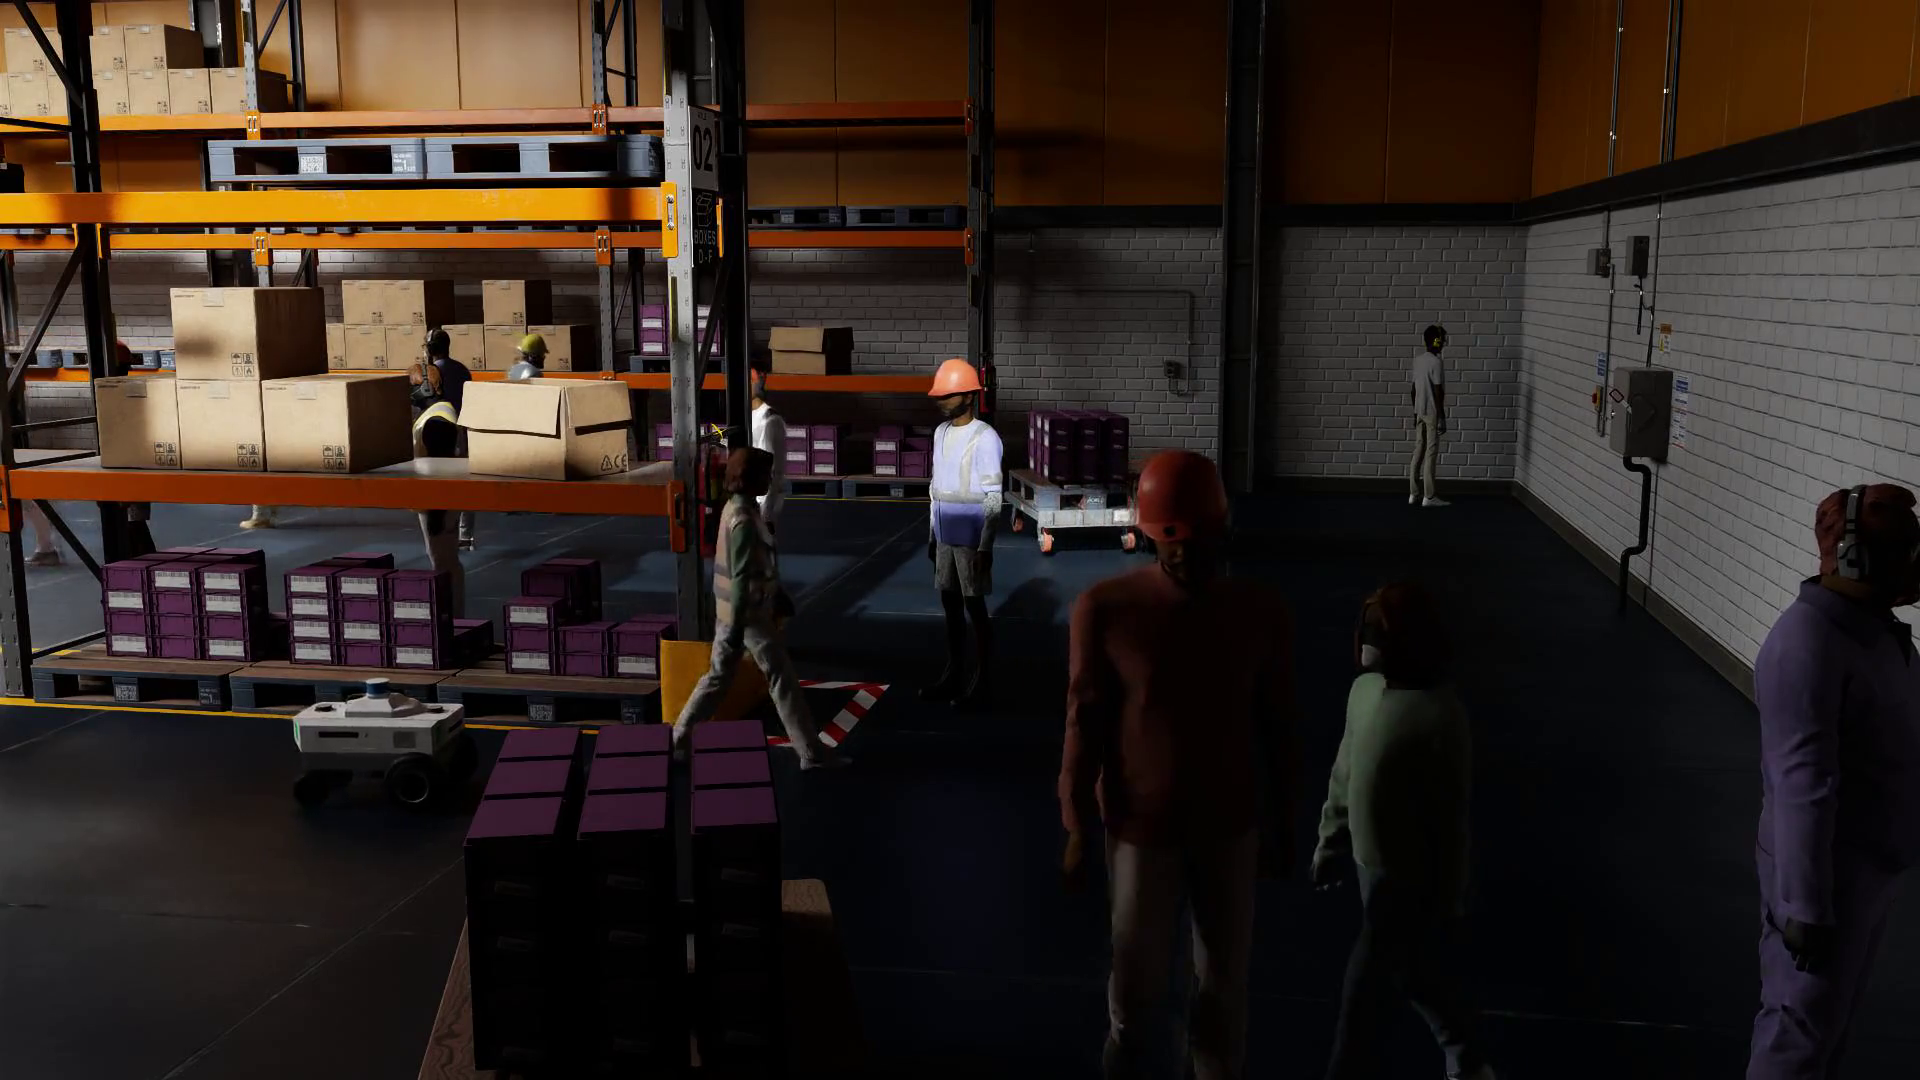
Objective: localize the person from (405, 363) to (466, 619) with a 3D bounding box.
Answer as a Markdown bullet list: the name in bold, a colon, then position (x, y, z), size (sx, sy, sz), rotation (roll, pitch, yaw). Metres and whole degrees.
- **person**: position (-3.375, -0.218, 10.685), size (0.429, 1.836, 0.625), rotation (-4, 10, -21)

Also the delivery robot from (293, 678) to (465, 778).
- **delivery robot**: position (-2.642, 0.873, 7.576), size (0.707, 0.478, 0.477), rotation (1, 9, 3)

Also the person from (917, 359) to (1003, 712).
- **person**: position (-0.011, -0.025, 9.165), size (0.363, 1.934, 0.552), rotation (-7, 11, -36)

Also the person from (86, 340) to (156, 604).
- **person**: position (-5.986, -0.465, 11.889), size (0.550, 1.937, 0.357), rotation (9, 13, 43)

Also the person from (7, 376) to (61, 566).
- **person**: position (-7.911, -0.729, 13.546), size (1.072, 1.926, 0.626), rotation (0, 9, 3)

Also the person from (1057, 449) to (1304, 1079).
- **person**: position (0.580, 0.724, 4.402), size (0.678, 1.968, 0.588), rotation (-2, 9, -10)

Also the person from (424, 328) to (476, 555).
- **person**: position (-4.382, -0.835, 14.183), size (0.354, 1.936, 0.635), rotation (3, 10, 16)

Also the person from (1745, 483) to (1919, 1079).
- **person**: position (2.154, 0.811, 4.053), size (0.408, 1.913, 0.642), rotation (8, 12, 39)

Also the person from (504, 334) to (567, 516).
- **person**: position (-4.272, -1.118, 16.417), size (0.536, 1.803, 0.630), rotation (-7, 12, -39)

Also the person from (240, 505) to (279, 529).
- **person**: position (-6.647, -1.006, 15.590), size (0.464, 1.822, 0.651), rotation (1, 9, 3)

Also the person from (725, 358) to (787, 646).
- **person**: position (-1.291, -0.200, 10.429), size (0.361, 1.879, 0.587), rotation (-6, 11, -33)

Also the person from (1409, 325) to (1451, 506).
- **person**: position (4.854, -1.275, 17.149), size (0.329, 1.865, 0.507), rotation (-3, 10, -20)

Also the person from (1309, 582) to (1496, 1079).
- **person**: position (1.196, 0.900, 4.527), size (0.834, 1.602, 0.515), rotation (-2, 9, -14)

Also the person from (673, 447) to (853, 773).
- **person**: position (-1.022, 0.344, 7.958), size (0.884, 1.590, 0.513), rotation (-3, 10, -16)
